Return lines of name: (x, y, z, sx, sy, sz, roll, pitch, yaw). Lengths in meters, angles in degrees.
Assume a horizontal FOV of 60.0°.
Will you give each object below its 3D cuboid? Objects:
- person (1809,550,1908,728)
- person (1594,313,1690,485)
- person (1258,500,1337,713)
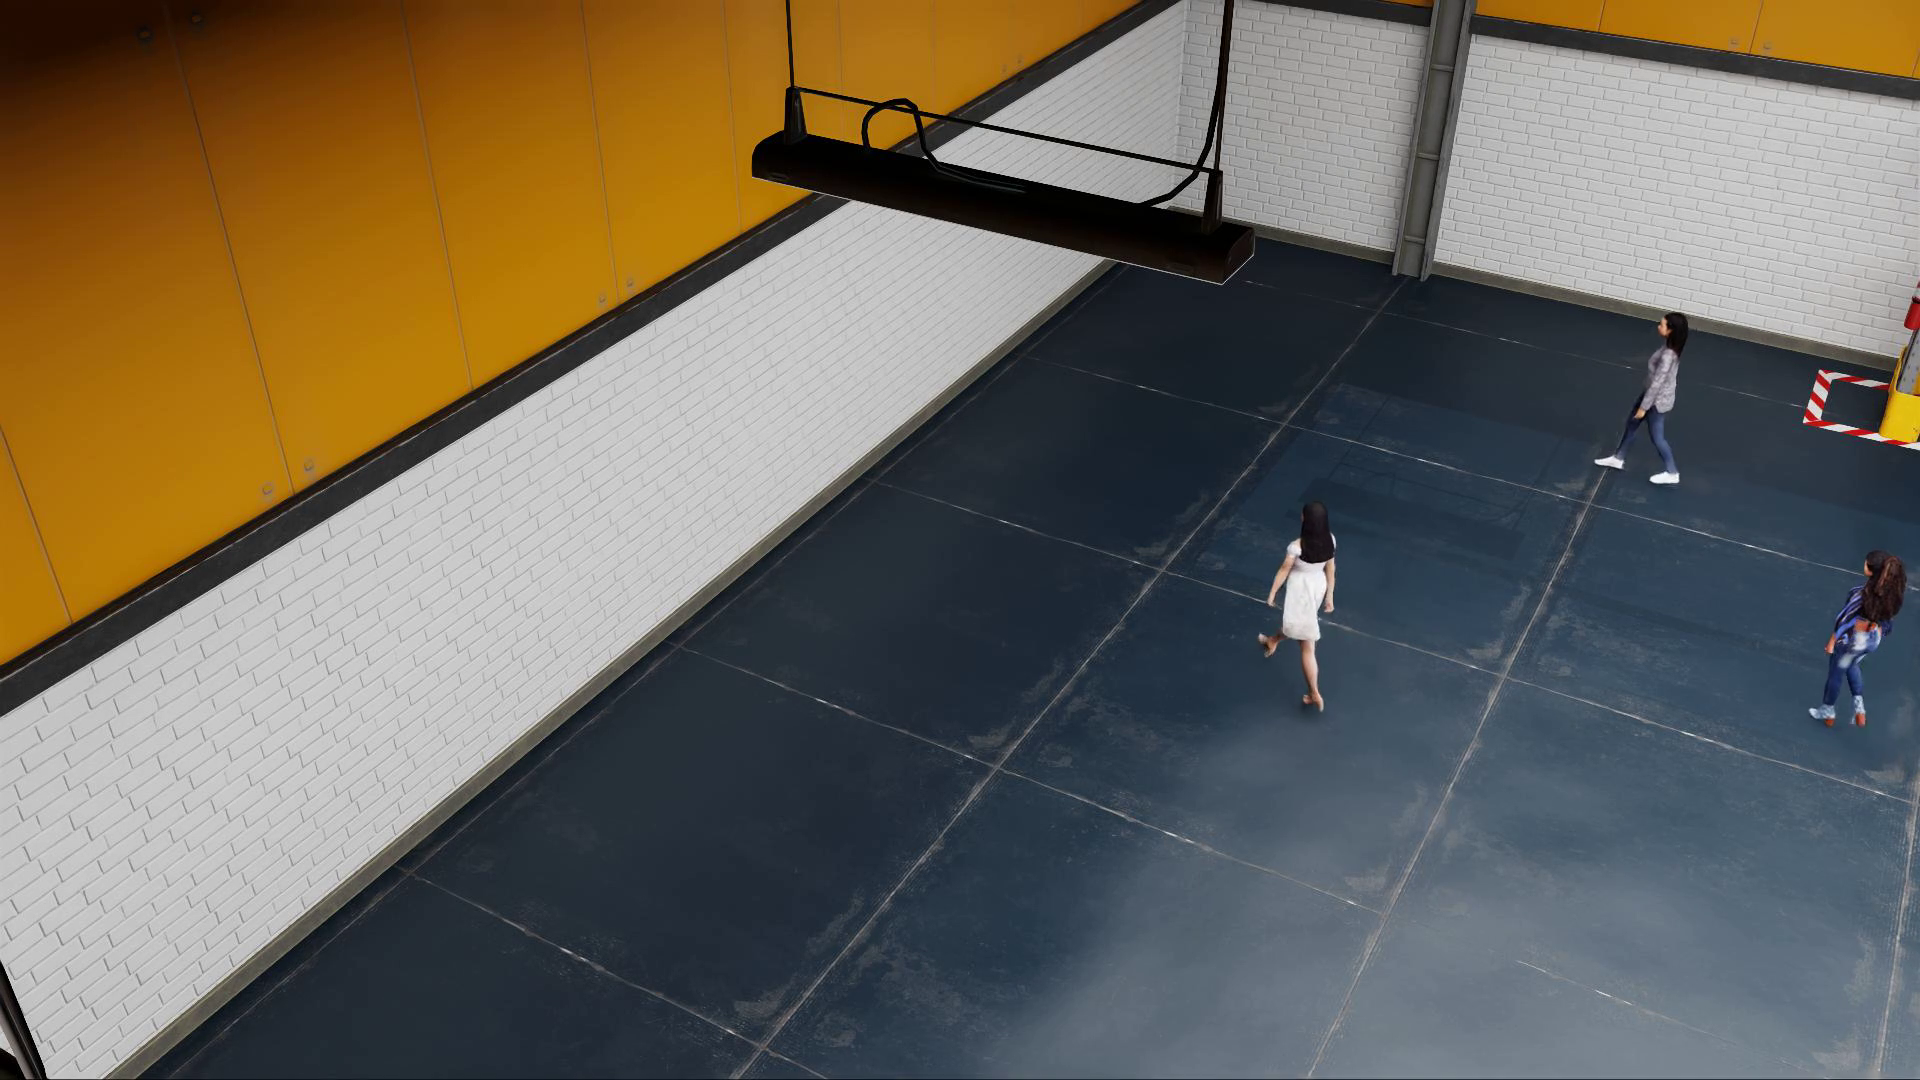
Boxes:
person: (6.729, 0.785, 12.381, 0.790, 1.612, 0.847, -11, 35, -16)
person: (6.532, -1.275, 15.393, 1.004, 1.708, 0.646, 17, 37, 23)
person: (2.661, 0.541, 12.642, 1.083, 1.729, 1.226, -13, 36, -18)
